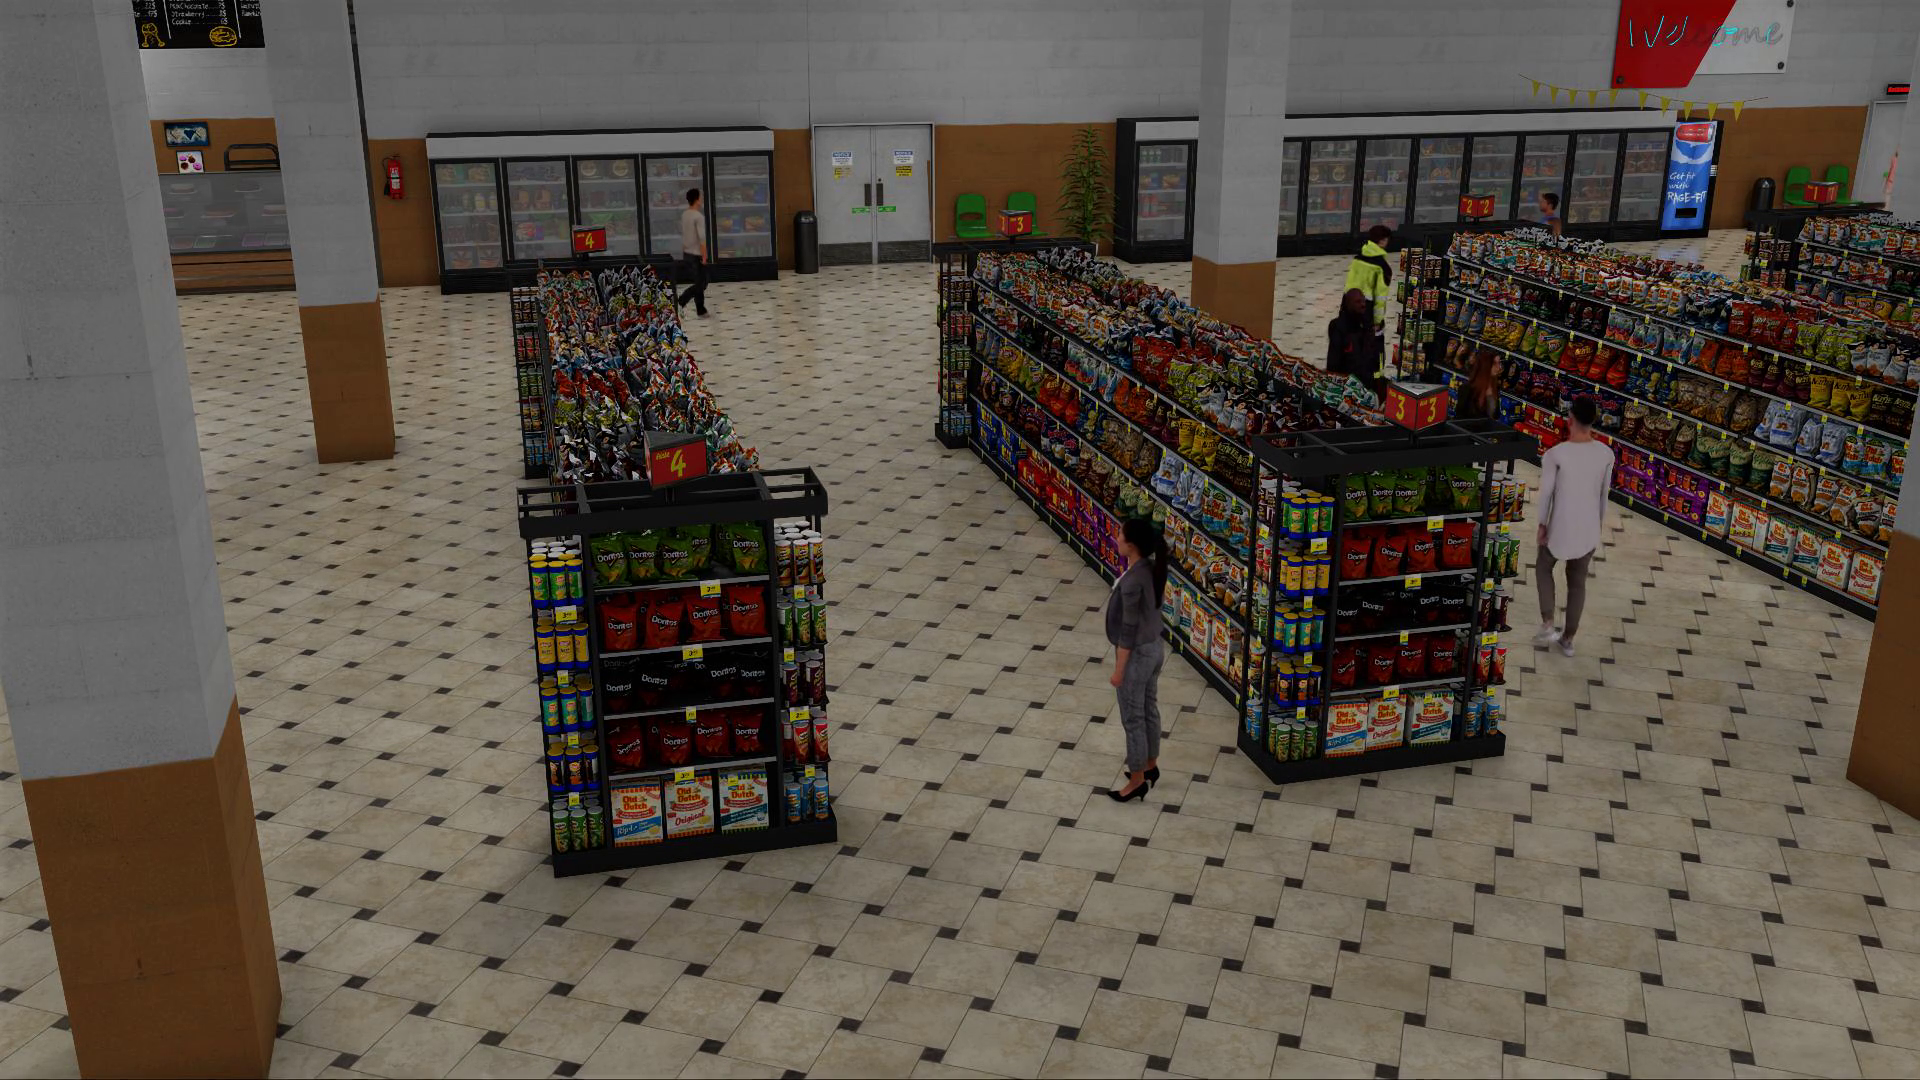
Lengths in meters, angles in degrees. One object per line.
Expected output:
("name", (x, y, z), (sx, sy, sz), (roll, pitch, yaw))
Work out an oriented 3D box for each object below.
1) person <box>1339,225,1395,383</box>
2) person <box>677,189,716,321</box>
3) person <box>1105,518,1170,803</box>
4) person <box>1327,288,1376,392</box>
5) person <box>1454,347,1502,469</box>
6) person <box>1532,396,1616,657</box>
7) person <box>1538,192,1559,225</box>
("person", (4.388, -2.474, 18.396), (1.135, 1.924, 1.308), (-13, 22, -33))
("person", (-3.697, -3.881, 22.774), (0.951, 1.795, 0.980), (-16, 24, -39))
("person", (1.012, 0.680, 9.429), (0.779, 1.677, 0.717), (10, 21, 28))
("person", (3.625, -1.453, 15.524), (0.764, 1.825, 0.712), (-11, 22, -29))
("person", (4.164, -0.772, 13.715), (0.688, 1.691, 0.711), (-11, 22, -29))
("person", (4.225, -0.063, 11.402), (0.751, 1.824, 0.732), (1, 19, 3))
("person", (7.731, -3.667, 22.033), (0.810, 1.862, 0.724), (9, 20, 24))
